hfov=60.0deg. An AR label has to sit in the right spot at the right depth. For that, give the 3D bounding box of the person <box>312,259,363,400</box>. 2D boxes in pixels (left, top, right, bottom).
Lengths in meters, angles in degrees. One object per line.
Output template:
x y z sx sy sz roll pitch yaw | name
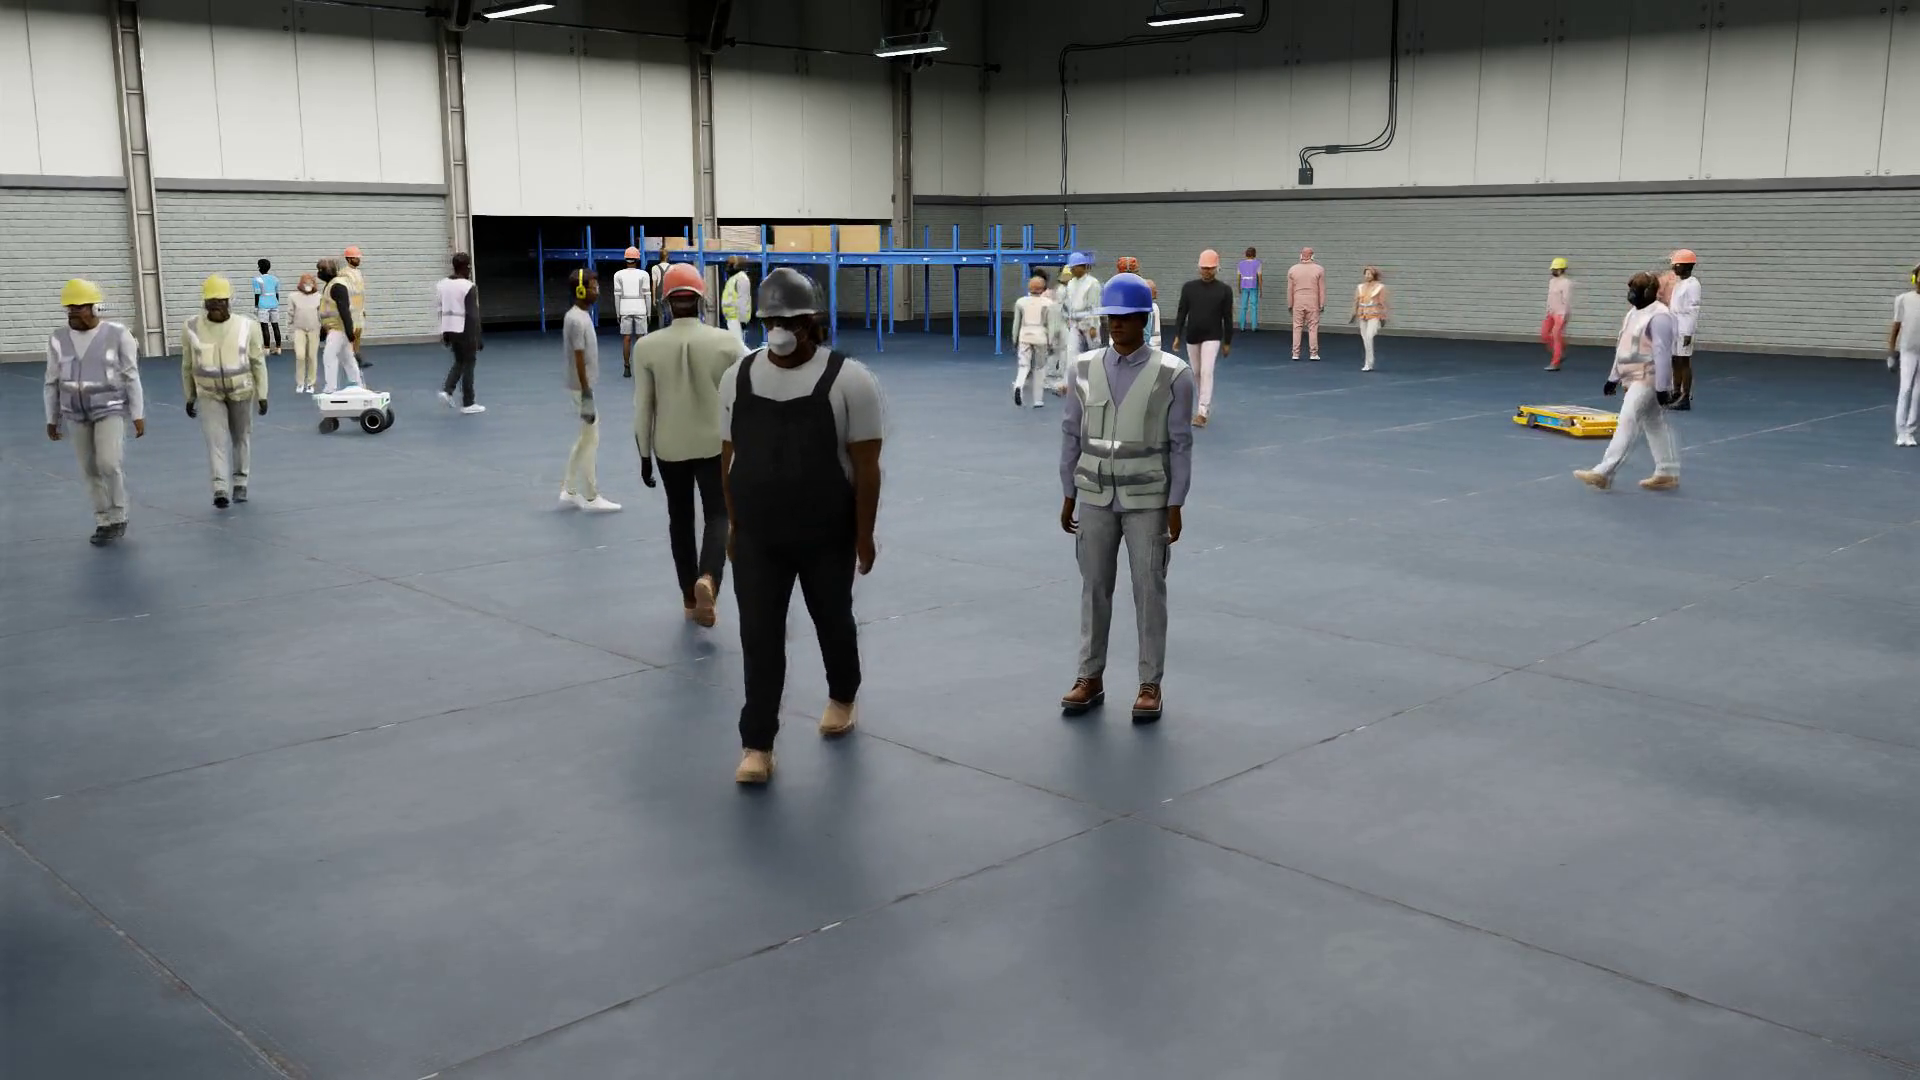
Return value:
-8.014 -2.666 21.206 0.790 1.810 0.691 -5 12 -27 | person

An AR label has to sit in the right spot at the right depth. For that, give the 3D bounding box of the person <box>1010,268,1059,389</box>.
1.131 -2.938 23.091 0.792 1.672 0.552 -8 13 -37 | person

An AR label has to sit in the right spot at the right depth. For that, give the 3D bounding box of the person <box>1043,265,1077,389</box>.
1.394 -2.946 22.987 0.554 1.713 0.498 1 10 7 | person

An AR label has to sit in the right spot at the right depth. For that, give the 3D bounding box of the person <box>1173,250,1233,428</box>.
2.758 -2.290 18.757 0.620 1.960 0.961 6 12 30 | person

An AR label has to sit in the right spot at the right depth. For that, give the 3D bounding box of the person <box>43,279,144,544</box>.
-5.933 -0.860 11.334 0.617 1.812 0.538 0 10 -2 | person

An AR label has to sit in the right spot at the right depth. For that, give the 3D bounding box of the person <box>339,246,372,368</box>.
-9.692 -3.734 26.670 0.357 1.938 0.542 1 10 5 | person

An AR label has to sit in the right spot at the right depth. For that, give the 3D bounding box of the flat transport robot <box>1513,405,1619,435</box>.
6.703 -1.318 18.163 0.652 0.197 1.431 -2 11 -11 | flat transport robot

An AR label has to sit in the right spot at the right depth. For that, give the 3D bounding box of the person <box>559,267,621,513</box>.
-2.883 -1.154 12.838 0.377 1.881 0.541 -3 11 -16 | person

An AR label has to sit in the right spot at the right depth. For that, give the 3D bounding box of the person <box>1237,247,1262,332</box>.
6.379 -5.516 36.648 0.565 1.843 0.390 5 11 23 | person

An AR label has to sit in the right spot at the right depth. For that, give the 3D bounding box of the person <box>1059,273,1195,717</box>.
0.723 -0.195 7.341 0.604 1.949 0.384 4 11 23 | person

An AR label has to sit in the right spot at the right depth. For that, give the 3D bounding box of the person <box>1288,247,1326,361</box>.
5.875 -3.997 28.204 0.640 1.904 0.409 4 11 20 | person

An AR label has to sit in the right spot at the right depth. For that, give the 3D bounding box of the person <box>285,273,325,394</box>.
-8.725 -2.752 22.212 0.546 1.601 0.616 -4 11 -20 | person

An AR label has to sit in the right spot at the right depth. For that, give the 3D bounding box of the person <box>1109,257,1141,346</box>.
1.754 -2.028 17.518 0.355 1.883 0.574 -1 10 -5 | person

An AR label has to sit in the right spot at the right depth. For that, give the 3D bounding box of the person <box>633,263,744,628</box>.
-1.446 -0.508 9.002 0.627 1.973 0.842 -1 10 -4 | person

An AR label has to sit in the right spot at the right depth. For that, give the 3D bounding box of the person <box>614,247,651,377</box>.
-4.905 -3.426 24.992 0.547 1.938 0.359 -1 10 -3 | person

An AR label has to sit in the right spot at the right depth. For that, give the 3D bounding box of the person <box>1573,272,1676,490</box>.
5.592 -1.314 13.834 0.941 1.798 0.626 1 10 5 | person

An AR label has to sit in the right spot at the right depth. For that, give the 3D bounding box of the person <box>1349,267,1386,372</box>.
6.314 -3.429 25.892 0.642 1.618 0.521 -8 13 -38 | person

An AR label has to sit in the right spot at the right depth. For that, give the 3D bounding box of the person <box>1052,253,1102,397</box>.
1.644 -2.835 21.944 1.028 1.887 0.634 -9 14 -41 | person

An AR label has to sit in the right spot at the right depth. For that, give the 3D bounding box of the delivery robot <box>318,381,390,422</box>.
-6.578 -1.488 18.056 0.707 0.478 0.477 -1 11 -7 | delivery robot

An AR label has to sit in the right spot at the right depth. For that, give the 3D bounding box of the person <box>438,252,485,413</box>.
-5.945 -2.470 19.846 0.627 1.906 0.445 6 12 32 | person

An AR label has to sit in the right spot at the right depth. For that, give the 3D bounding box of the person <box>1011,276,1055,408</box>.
0.869 -2.403 20.269 0.550 1.610 0.699 3 11 16 | person

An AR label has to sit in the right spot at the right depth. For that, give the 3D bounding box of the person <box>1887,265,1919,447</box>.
9.573 -1.824 16.542 0.515 1.841 0.829 3 11 16 | person

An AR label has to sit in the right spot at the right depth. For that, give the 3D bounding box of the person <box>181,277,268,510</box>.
-5.740 -1.151 12.999 0.617 1.781 0.914 -4 11 -21 | person

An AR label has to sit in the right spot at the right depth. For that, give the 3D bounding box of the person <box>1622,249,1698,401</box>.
8.971 -2.728 21.179 0.986 1.946 0.620 -3 11 -18 | person

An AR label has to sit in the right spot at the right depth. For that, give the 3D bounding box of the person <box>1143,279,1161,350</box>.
2.030 -2.004 18.056 0.311 1.636 0.522 3 11 16 | person

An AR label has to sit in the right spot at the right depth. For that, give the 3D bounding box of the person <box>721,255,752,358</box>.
-3.206 -3.205 24.079 0.494 1.833 0.623 -3 11 -18 | person

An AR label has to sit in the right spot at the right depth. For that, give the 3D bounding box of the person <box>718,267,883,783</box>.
-0.651 -0.110 6.744 0.685 2.000 0.997 2 11 9 | person

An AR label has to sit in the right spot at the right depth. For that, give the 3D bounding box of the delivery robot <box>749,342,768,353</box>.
-2.873 -2.663 24.463 0.707 0.478 0.477 2 11 12 | delivery robot

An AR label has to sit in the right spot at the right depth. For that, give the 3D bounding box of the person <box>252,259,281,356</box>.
-12.241 -4.109 29.375 0.318 1.697 0.535 5 12 27 | person

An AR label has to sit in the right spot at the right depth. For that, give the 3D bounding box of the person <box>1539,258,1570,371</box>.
9.309 -3.524 26.010 0.360 1.752 0.553 -3 11 -14 | person

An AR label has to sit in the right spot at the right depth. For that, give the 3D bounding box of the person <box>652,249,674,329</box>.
-5.675 -4.675 32.063 0.507 1.842 0.351 -2 11 -9 | person

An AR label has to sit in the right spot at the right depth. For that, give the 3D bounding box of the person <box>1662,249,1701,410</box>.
8.810 -2.575 20.350 0.356 1.937 0.552 0 10 1 | person
